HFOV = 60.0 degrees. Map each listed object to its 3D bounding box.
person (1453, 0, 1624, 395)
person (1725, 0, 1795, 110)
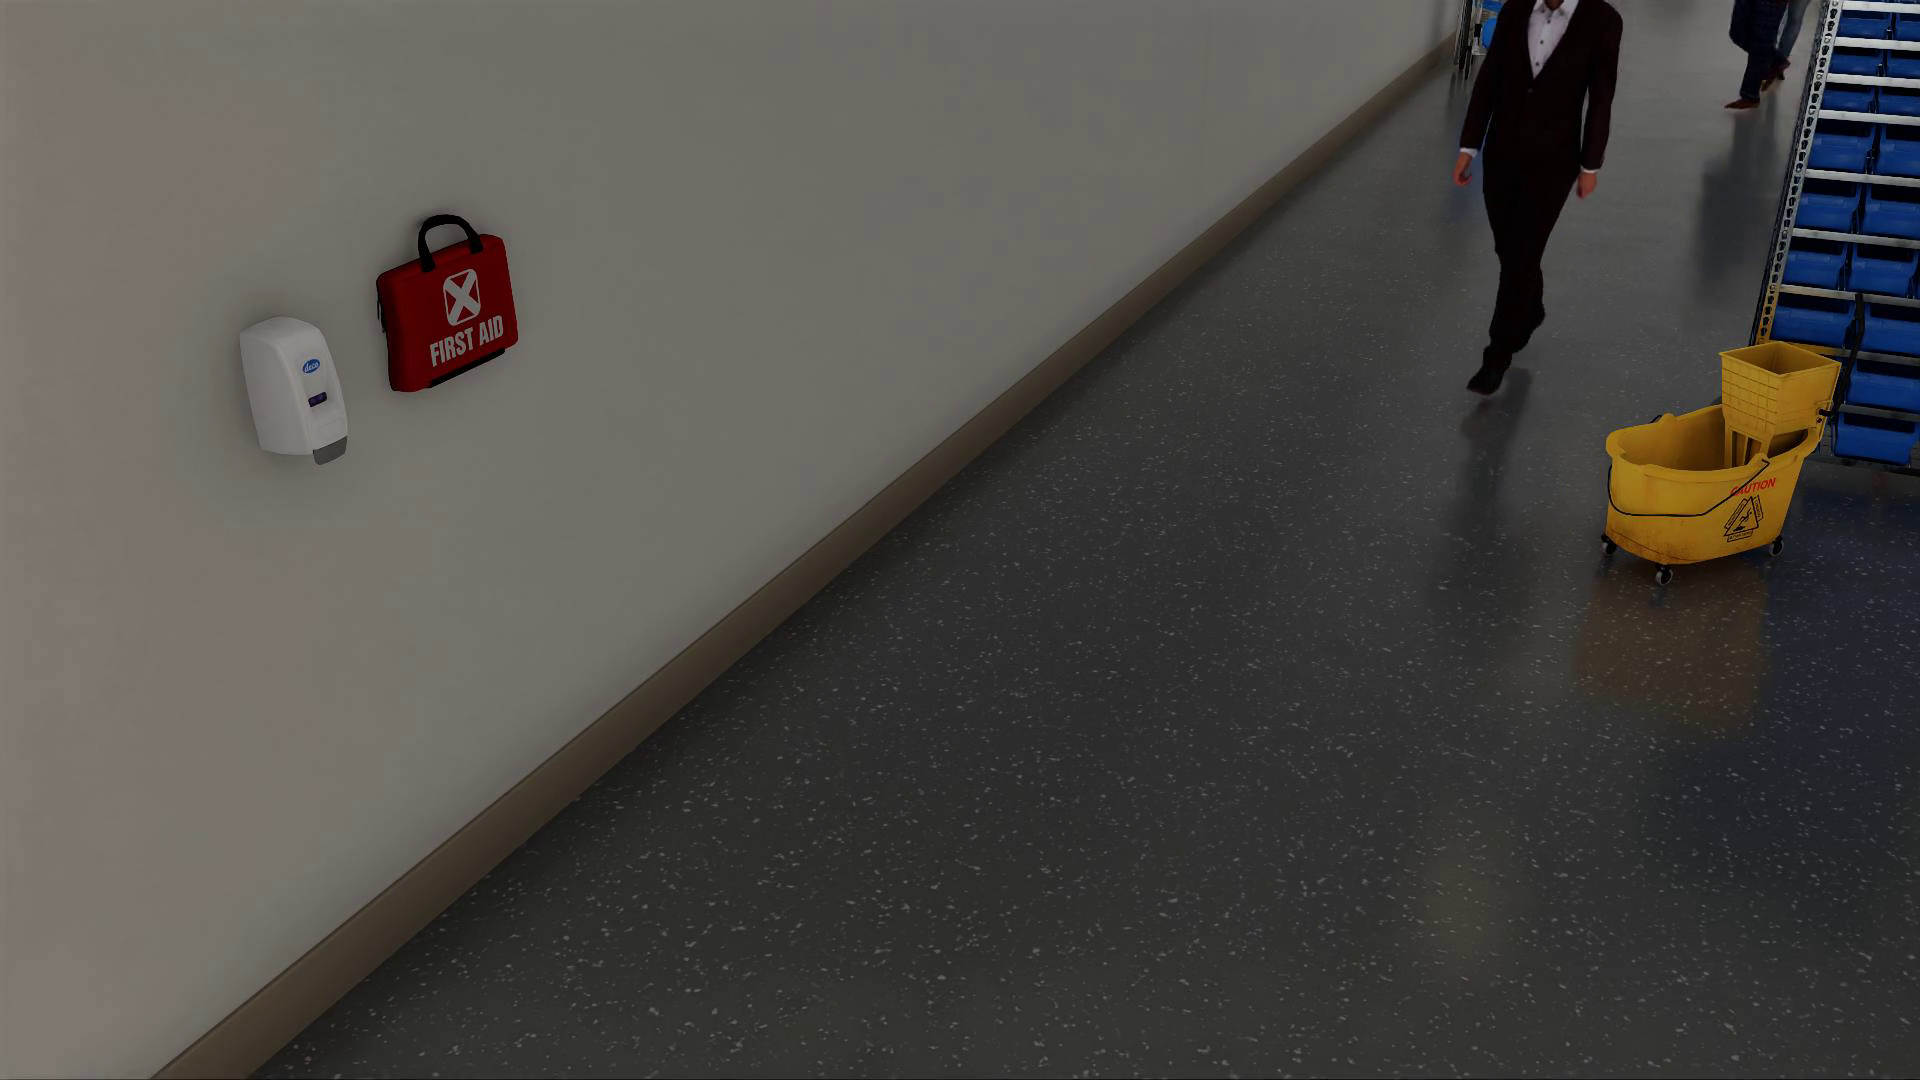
[{"bbox_3d":[2.357,-1.569,6.808,1.244,1.830,0.991,21,33,37],"label":"person"},{"bbox_3d":[5.884,-4.018,11.914,0.966,1.804,0.902,-8,27,-16],"label":"person"}]
